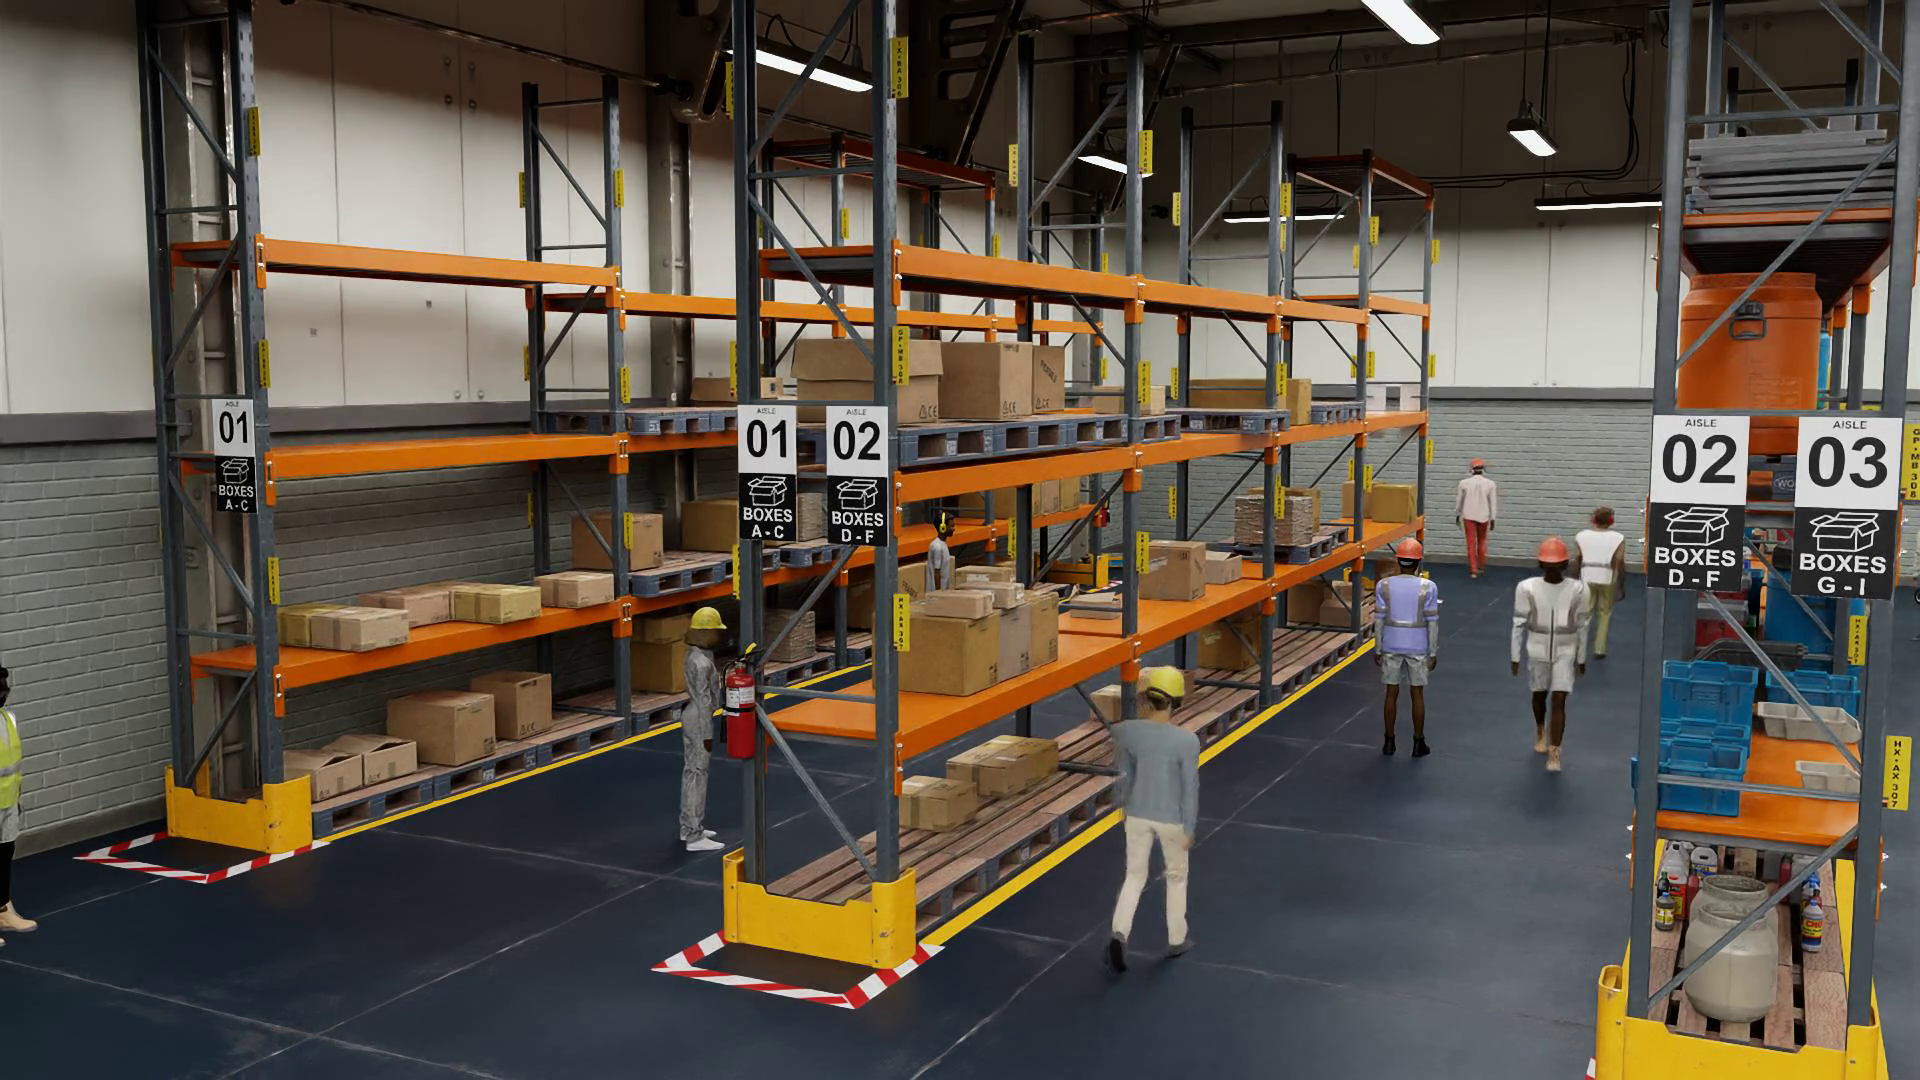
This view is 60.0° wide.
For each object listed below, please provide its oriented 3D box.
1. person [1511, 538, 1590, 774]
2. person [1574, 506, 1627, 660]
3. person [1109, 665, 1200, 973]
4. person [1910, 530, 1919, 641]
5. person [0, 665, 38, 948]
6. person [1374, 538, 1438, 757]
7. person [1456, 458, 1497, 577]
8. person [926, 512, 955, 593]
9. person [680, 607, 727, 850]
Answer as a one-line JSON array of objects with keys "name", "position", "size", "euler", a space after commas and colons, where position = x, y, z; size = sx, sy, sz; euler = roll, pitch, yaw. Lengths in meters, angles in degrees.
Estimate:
[{"name": "person", "position": [5.126, 0.954, 14.455], "size": [0.621, 2.006, 1.011], "euler": [2, 6, 20]}, {"name": "person", "position": [7.495, 0.516, 19.498], "size": [0.579, 1.823, 0.493], "euler": [5, 8, 39]}, {"name": "person", "position": [1.105, 1.587, 9.498], "size": [0.524, 1.740, 0.754], "euler": [3, 7, 27]}, {"name": "person", "position": [12.097, 0.433, 20.682], "size": [0.369, 1.758, 0.525], "euler": [-2, 6, -17]}, {"name": "person", "position": [-5.775, 1.571, 9.908], "size": [0.317, 1.691, 0.535], "euler": [0, 6, 3]}, {"name": "person", "position": [3.957, 0.949, 14.757], "size": [0.551, 1.935, 0.375], "euler": [2, 6, 22]}, {"name": "person", "position": [8.557, -0.385, 27.647], "size": [0.621, 1.945, 0.943], "euler": [1, 6, 7]}, {"name": "person", "position": [-0.214, 0.618, 18.382], "size": [0.328, 1.861, 0.506], "euler": [0, 6, 2]}, {"name": "person", "position": [-1.835, 1.342, 11.935], "size": [0.343, 1.735, 0.483], "euler": [-2, 6, -17]}]
